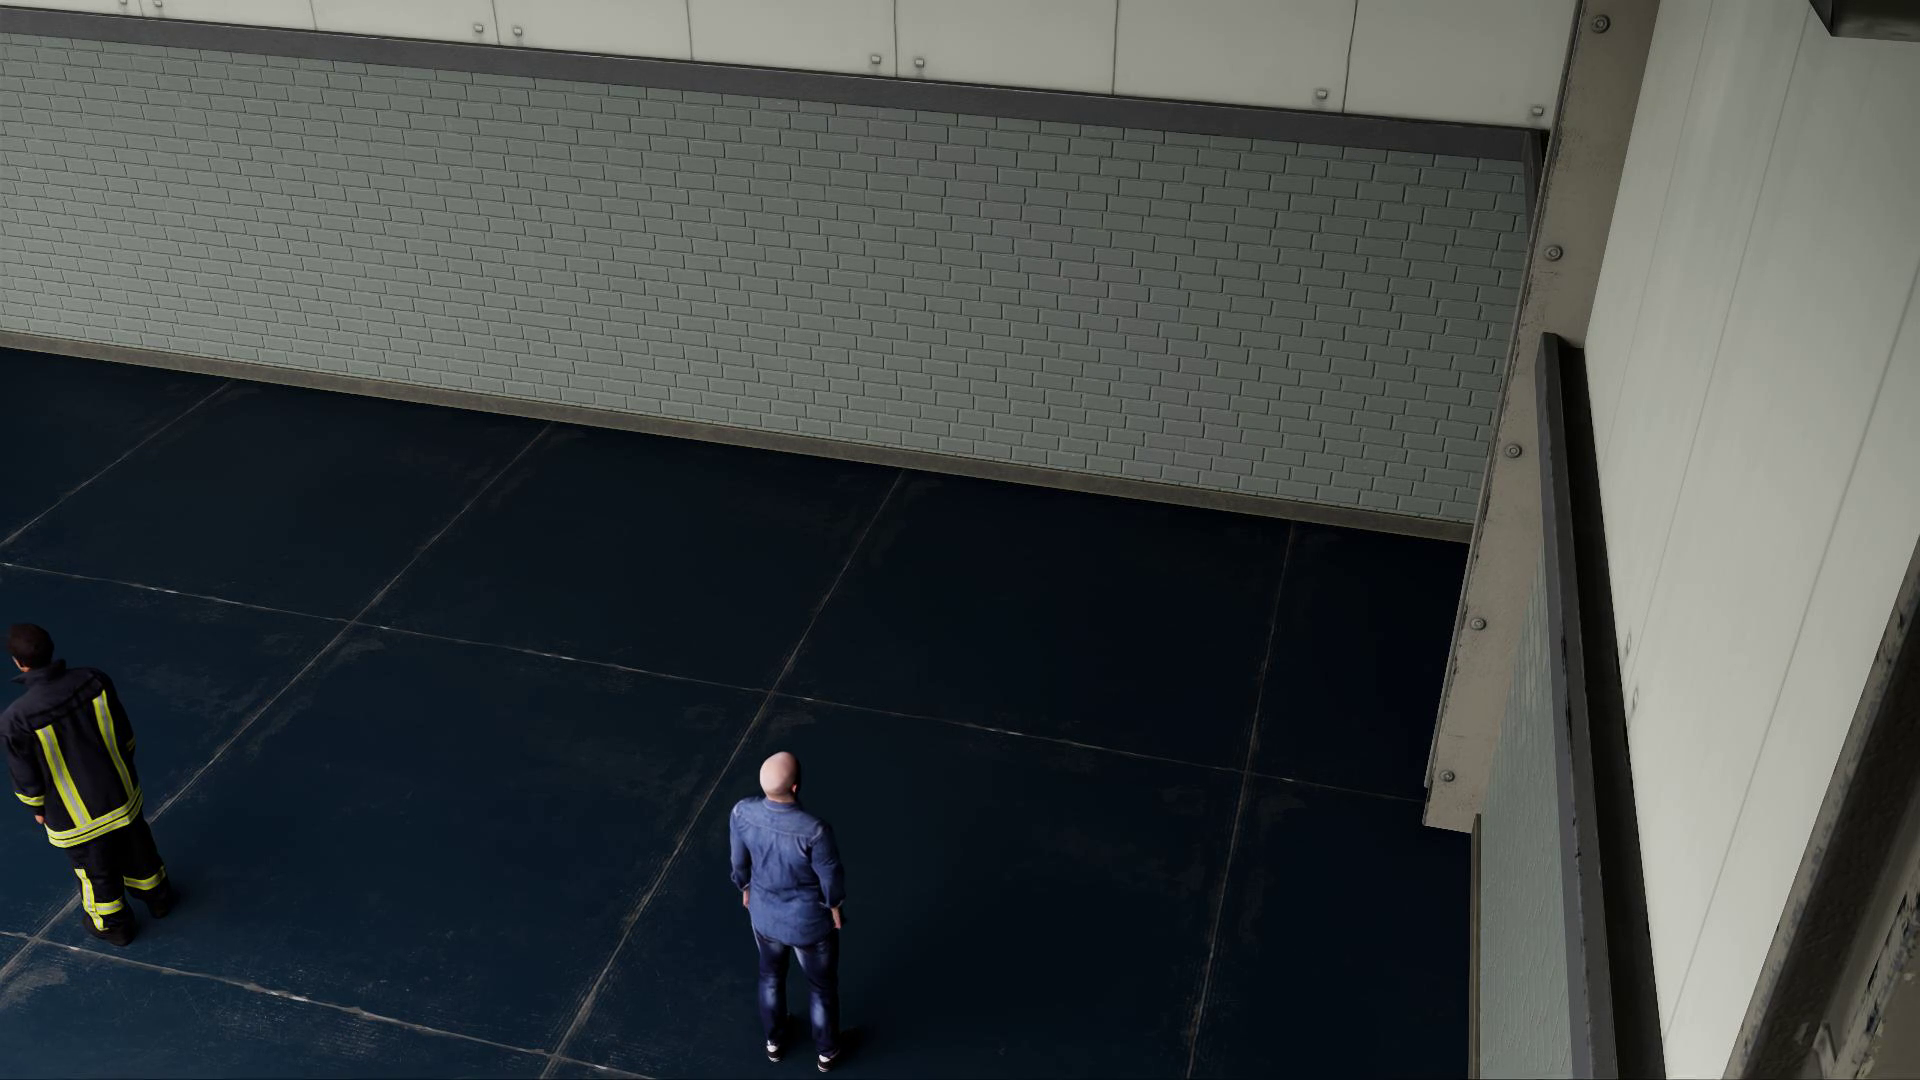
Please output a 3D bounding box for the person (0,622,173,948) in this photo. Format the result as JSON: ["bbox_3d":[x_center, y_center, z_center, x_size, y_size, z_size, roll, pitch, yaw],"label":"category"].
[{"bbox_3d":[-4.389,1.215,8.334,0.918,1.927,0.731,19,37,27],"label":"person"}]

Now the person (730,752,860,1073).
[{"bbox_3d":[-0.765,1.714,7.638,0.731,1.825,0.612,11,34,17],"label":"person"}]
